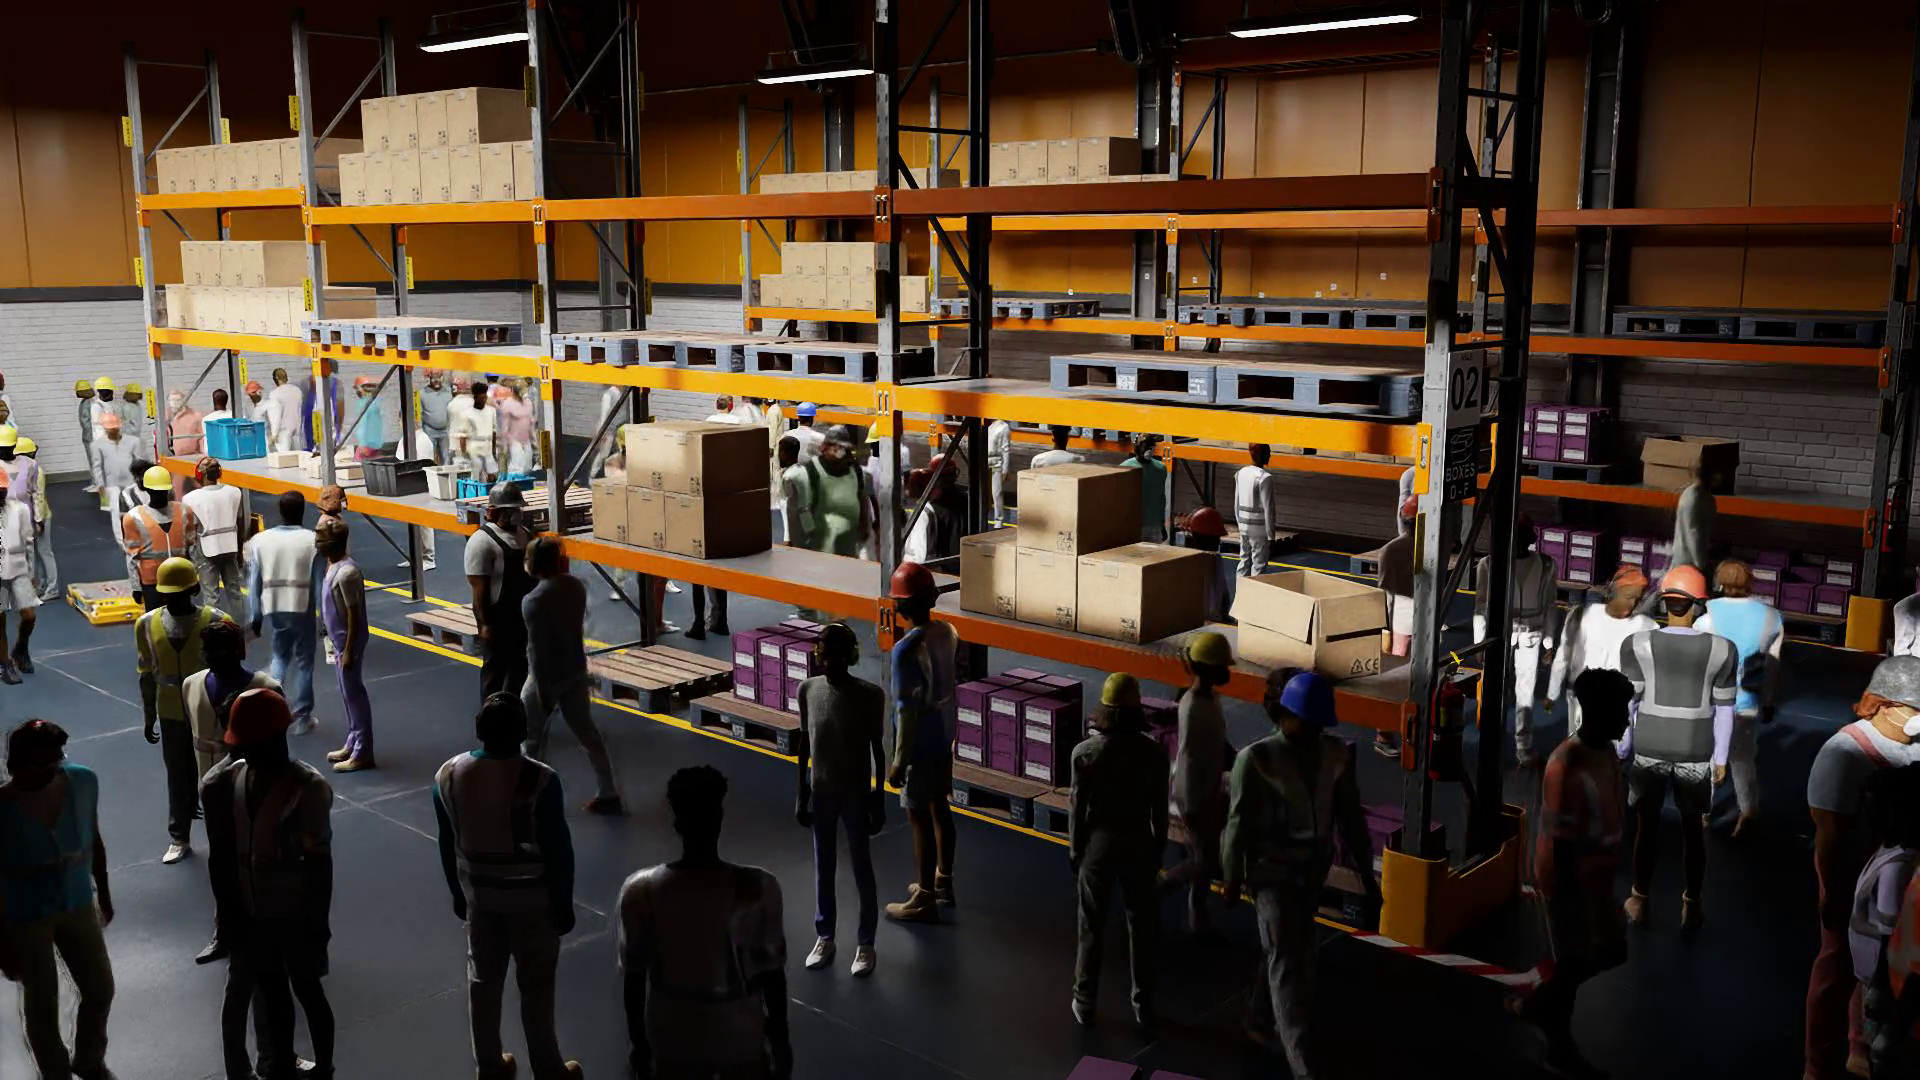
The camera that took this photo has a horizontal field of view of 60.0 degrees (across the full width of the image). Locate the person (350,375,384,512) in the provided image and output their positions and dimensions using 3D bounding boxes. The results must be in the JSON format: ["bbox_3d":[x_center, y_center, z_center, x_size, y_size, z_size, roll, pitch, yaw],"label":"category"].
[{"bbox_3d":[-8.441,-1.351,23.579,0.547,1.951,0.703,1,10,3],"label":"person"}]

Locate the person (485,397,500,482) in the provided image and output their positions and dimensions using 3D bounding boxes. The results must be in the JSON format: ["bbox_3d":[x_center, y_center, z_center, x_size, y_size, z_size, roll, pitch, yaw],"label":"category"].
[{"bbox_3d":[-6.709,-1.217,23.704,0.314,1.641,0.515,-1,10,-8],"label":"person"}]

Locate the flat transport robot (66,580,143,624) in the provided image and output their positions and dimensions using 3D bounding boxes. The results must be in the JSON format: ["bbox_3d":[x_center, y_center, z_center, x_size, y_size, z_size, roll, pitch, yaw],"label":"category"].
[{"bbox_3d":[-8.765,0.614,17.221,0.652,0.197,1.431,-8,13,-37],"label":"flat transport robot"}]

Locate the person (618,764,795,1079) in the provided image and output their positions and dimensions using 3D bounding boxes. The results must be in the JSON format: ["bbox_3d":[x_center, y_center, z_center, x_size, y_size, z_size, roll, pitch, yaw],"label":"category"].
[{"bbox_3d":[-0.914,1.766,5.954,0.636,1.947,0.492,2,10,9],"label":"person"}]

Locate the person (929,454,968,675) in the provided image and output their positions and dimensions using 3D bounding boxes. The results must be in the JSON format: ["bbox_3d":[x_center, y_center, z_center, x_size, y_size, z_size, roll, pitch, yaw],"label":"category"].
[{"bbox_3d":[-0.111,0.238,14.505,0.393,1.985,0.611,8,13,37],"label":"person"}]

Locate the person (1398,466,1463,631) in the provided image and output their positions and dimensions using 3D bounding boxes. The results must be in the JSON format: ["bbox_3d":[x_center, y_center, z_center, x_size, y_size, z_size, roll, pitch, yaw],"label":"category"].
[{"bbox_3d":[4.624,-0.046,16.343,0.638,1.906,0.407,0,10,1],"label":"person"}]

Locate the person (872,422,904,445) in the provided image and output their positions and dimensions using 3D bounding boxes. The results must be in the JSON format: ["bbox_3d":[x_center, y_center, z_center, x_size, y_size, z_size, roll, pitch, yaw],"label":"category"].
[{"bbox_3d":[-0.883,-0.908,21.167,0.392,1.925,0.550,8,13,39],"label":"person"}]

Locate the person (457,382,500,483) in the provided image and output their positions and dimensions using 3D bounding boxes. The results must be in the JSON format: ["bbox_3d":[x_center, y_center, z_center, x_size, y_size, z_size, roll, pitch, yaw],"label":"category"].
[{"bbox_3d":[-6.566,-1.206,22.796,0.454,1.940,0.683,7,12,33],"label":"person"}]

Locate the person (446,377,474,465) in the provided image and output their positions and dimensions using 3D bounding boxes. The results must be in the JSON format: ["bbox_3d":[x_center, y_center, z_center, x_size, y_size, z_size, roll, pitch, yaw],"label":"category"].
[{"bbox_3d":[-7.160,-1.384,23.892,0.401,1.910,0.640,3,11,18],"label":"person"}]

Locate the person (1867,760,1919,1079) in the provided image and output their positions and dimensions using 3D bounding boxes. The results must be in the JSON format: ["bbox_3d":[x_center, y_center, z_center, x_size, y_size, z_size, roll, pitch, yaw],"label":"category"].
[{"bbox_3d":[3.602,1.743,6.225,1.001,1.895,0.675,7,12,33],"label":"person"}]

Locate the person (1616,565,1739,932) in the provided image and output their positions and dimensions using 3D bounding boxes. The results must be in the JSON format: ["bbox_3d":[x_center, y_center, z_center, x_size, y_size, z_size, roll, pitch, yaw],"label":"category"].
[{"bbox_3d":[3.936,1.149,9.209,0.609,2.036,0.403,3,11,18],"label":"person"}]

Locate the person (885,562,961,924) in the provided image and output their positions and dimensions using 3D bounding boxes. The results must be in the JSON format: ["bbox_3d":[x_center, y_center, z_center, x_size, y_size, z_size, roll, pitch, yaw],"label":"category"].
[{"bbox_3d":[-0.233,1.130,9.313,0.395,2.039,0.606,5,11,26],"label":"person"}]

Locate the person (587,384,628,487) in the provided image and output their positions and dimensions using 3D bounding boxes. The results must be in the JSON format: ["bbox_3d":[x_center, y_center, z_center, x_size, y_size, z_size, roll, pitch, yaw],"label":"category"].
[{"bbox_3d":[-5.530,-1.759,26.090,0.829,1.901,0.631,5,11,25],"label":"person"}]

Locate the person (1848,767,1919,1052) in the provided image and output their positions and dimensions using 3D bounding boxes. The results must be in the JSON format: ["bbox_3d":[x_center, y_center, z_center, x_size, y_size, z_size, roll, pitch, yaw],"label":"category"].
[{"bbox_3d":[3.777,1.757,6.764,0.321,1.687,0.538,6,12,30],"label":"person"}]

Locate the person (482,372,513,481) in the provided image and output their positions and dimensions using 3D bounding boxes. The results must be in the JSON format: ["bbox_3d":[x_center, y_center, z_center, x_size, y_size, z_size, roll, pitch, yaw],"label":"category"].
[{"bbox_3d":[-7.303,-1.765,26.006,0.642,1.915,0.826,-8,13,-39],"label":"person"}]

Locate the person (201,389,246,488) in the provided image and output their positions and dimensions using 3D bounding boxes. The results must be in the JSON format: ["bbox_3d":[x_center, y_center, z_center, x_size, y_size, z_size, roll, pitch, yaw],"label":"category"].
[{"bbox_3d":[-9.610,-1.020,21.800,0.395,1.920,0.587,8,13,37],"label":"person"}]

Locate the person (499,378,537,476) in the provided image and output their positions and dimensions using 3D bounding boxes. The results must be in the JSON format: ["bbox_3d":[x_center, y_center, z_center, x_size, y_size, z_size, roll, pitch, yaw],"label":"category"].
[{"bbox_3d":[-6.381,-1.368,23.782,0.700,1.917,0.649,4,11,23],"label":"person"}]

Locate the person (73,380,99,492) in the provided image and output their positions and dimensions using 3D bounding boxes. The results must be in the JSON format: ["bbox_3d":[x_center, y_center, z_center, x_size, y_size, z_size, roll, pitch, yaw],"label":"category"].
[{"bbox_3d":[-13.421,-1.602,25.622,0.325,1.737,0.486,-10,14,-44],"label":"person"}]

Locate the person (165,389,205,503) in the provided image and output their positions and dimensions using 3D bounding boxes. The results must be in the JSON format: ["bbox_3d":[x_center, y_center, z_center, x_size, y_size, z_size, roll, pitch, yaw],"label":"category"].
[{"bbox_3d":[-10.514,-1.122,22.551,0.654,1.872,0.960,-3,11,-18],"label":"person"}]

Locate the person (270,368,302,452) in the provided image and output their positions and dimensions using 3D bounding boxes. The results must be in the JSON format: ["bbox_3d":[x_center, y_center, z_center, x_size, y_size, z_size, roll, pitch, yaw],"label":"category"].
[{"bbox_3d":[-10.293,-1.665,25.410,0.370,1.934,0.627,3,10,17],"label":"person"}]

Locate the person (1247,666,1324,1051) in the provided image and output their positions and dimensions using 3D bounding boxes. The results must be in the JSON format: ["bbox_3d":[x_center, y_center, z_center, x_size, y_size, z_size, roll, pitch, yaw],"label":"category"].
[{"bbox_3d":[1.561,1.491,7.831,0.349,1.841,0.501,4,11,20],"label":"person"}]

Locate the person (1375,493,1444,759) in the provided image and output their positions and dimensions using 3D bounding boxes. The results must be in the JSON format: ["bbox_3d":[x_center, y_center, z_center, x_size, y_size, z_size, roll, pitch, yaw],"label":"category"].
[{"bbox_3d":[3.338,0.630,12.299,0.618,1.986,0.408,-6,12,-30],"label":"person"}]

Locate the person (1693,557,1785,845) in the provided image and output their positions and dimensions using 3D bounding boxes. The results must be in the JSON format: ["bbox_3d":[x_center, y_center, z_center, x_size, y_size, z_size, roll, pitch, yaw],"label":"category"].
[{"bbox_3d":[4.887,1.018,10.587,0.633,1.815,0.808,2,10,9],"label":"person"}]

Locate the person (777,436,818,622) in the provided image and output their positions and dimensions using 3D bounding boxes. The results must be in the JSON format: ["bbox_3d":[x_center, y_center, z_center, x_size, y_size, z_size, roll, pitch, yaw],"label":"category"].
[{"bbox_3d":[-1.614,-0.083,16.553,0.409,1.910,0.593,2,10,9],"label":"person"}]

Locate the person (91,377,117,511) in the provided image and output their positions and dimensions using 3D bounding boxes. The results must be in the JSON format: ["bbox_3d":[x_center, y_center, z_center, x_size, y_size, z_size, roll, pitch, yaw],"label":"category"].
[{"bbox_3d":[-12.172,-1.373,23.773,0.373,1.925,0.595,-2,10,-12],"label":"person"}]

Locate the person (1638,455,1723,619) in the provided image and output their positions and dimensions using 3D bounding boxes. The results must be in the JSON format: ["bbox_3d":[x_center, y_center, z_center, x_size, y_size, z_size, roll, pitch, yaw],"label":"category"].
[{"bbox_3d":[6.676,0.150,15.302,1.075,1.892,0.650,8,13,37],"label":"person"}]

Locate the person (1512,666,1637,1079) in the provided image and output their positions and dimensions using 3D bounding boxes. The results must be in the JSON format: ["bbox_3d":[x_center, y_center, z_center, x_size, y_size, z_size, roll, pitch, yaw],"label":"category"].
[{"bbox_3d":[2.778,1.503,7.458,0.435,1.947,0.600,9,13,41],"label":"person"}]

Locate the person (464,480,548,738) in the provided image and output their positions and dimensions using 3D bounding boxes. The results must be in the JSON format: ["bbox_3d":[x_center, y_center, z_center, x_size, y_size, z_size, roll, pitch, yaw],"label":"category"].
[{"bbox_3d":[-3.366,0.556,12.547,0.536,2.000,0.673,4,11,20],"label":"person"}]

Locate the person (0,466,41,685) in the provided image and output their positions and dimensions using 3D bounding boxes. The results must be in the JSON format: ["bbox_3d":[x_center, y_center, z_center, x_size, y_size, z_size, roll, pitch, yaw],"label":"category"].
[{"bbox_3d":[-8.233,0.299,14.330,0.413,1.924,0.547,10,14,44],"label":"person"}]

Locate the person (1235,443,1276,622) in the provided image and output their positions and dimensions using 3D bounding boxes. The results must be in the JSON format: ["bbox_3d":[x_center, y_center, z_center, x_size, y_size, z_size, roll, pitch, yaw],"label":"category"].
[{"bbox_3d":[2.957,-0.076,16.571,0.355,1.883,0.574,-5,11,-26],"label":"person"}]

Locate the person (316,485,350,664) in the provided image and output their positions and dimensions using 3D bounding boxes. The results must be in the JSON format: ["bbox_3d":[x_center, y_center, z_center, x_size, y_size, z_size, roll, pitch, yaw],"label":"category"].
[{"bbox_3d":[-5.659,0.307,15.105,0.280,1.634,0.499,-1,10,-6],"label":"person"}]

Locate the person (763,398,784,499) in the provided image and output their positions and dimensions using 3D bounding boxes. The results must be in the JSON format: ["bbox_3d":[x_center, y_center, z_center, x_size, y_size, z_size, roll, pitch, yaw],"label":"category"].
[{"bbox_3d":[-2.767,-1.399,24.468,0.351,1.738,0.569,-1,10,-5],"label":"person"}]

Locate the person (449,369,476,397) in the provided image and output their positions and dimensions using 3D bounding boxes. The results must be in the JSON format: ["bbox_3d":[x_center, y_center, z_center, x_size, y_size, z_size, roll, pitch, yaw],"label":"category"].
[{"bbox_3d":[-8.718,-2.405,29.289,0.536,2.000,0.736,-3,11,-17],"label":"person"}]

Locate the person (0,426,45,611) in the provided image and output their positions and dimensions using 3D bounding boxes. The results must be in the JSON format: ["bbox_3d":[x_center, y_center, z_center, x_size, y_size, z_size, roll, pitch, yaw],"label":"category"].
[{"bbox_3d":[-9.880,-0.234,17.353,0.383,1.921,0.586,9,13,41],"label":"person"}]

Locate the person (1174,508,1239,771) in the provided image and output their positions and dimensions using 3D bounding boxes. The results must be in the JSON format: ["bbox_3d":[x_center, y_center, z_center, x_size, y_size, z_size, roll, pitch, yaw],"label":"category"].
[{"bbox_3d":[1.848,0.717,12.054,0.923,1.899,0.548,7,12,36],"label":"person"}]

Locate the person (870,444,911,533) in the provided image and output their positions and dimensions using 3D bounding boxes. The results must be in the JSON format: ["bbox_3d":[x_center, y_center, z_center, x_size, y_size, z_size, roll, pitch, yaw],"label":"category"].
[{"bbox_3d":[-0.832,-0.676,20.621,0.540,1.650,0.813,2,10,13],"label":"person"}]

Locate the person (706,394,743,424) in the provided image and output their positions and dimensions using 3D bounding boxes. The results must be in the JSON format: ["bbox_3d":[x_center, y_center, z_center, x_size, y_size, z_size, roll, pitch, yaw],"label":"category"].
[{"bbox_3d":[-3.112,-1.012,22.003,0.560,1.836,0.394,5,11,24],"label":"person"}]

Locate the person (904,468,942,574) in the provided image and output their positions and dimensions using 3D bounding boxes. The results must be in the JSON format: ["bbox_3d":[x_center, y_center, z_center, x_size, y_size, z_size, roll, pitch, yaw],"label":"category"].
[{"bbox_3d":[-0.321,0.313,14.371,0.355,1.882,0.576,2,10,11],"label":"person"}]
